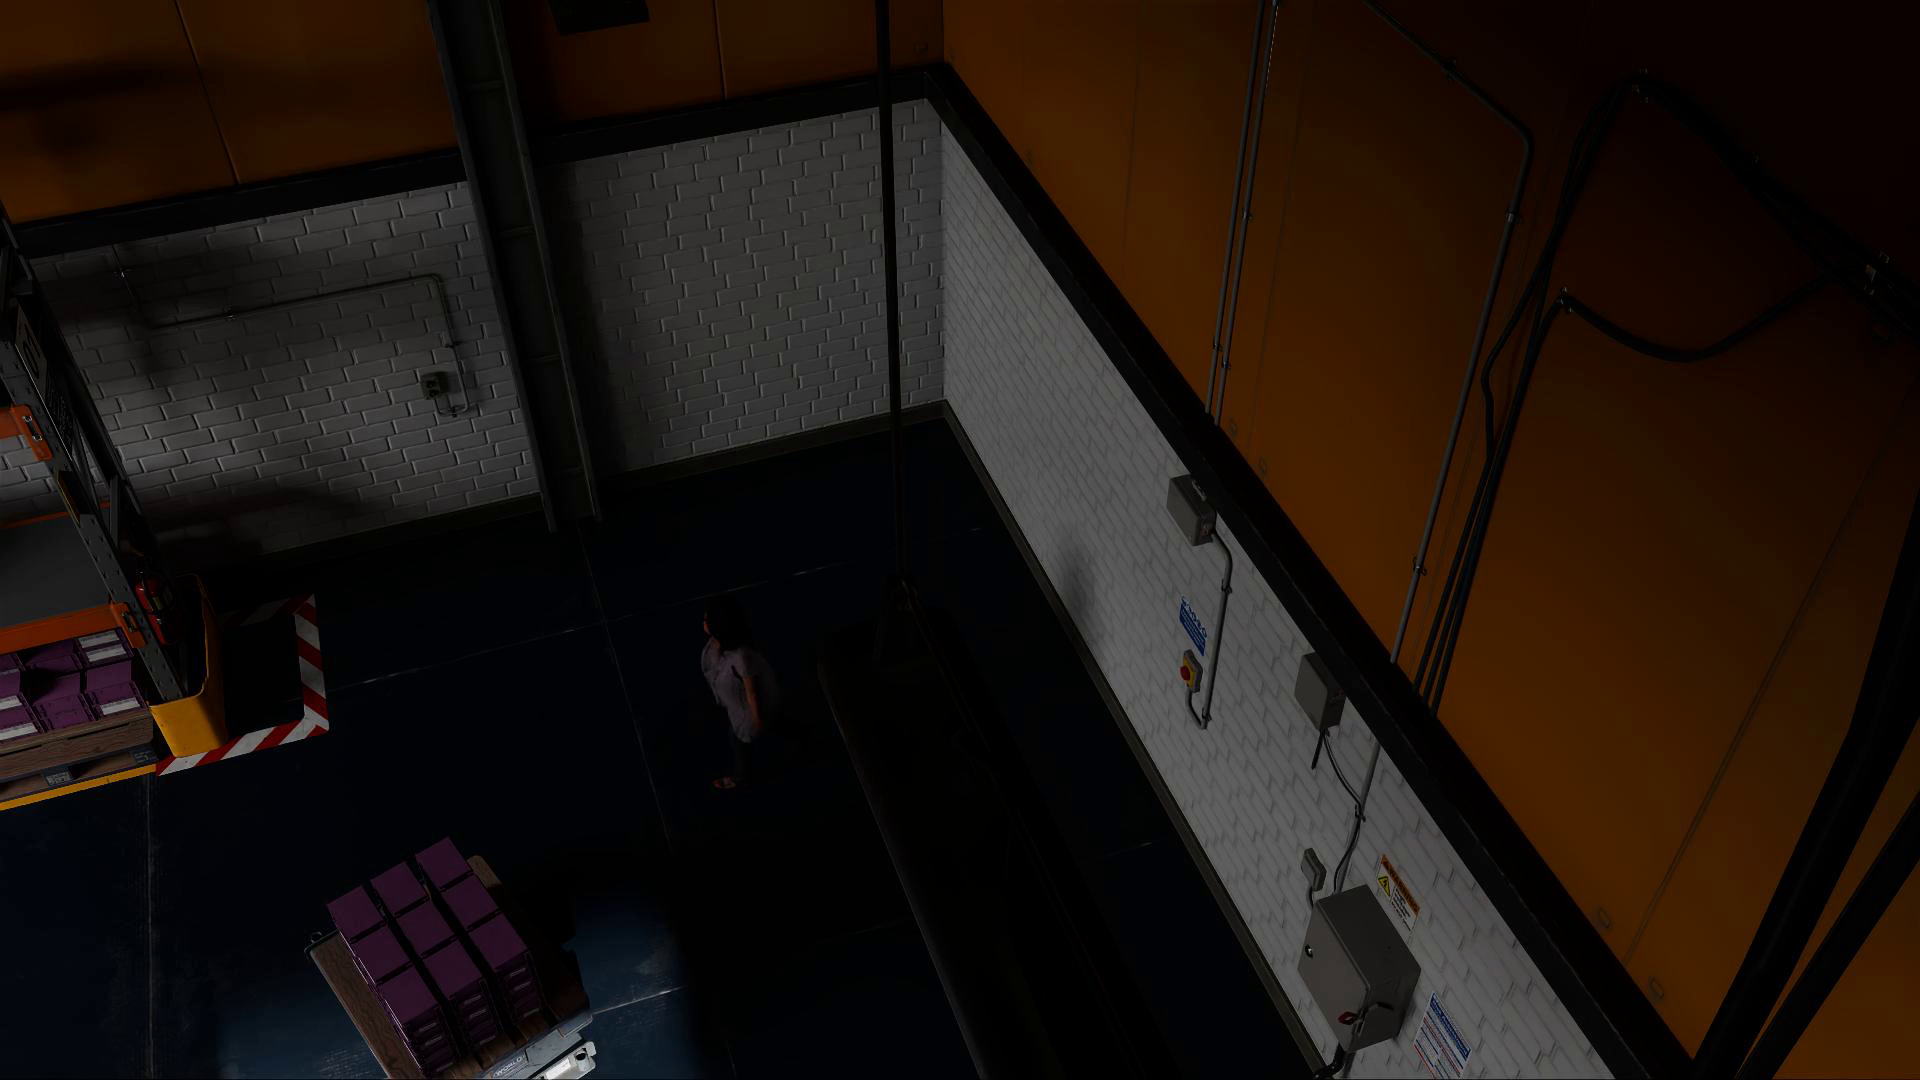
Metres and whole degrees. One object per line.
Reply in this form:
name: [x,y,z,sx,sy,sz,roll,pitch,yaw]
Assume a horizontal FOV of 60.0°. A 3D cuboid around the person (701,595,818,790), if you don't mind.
person: [-1.220,0.896,10.057,0.947,1.587,0.678,-11,45,-12]
